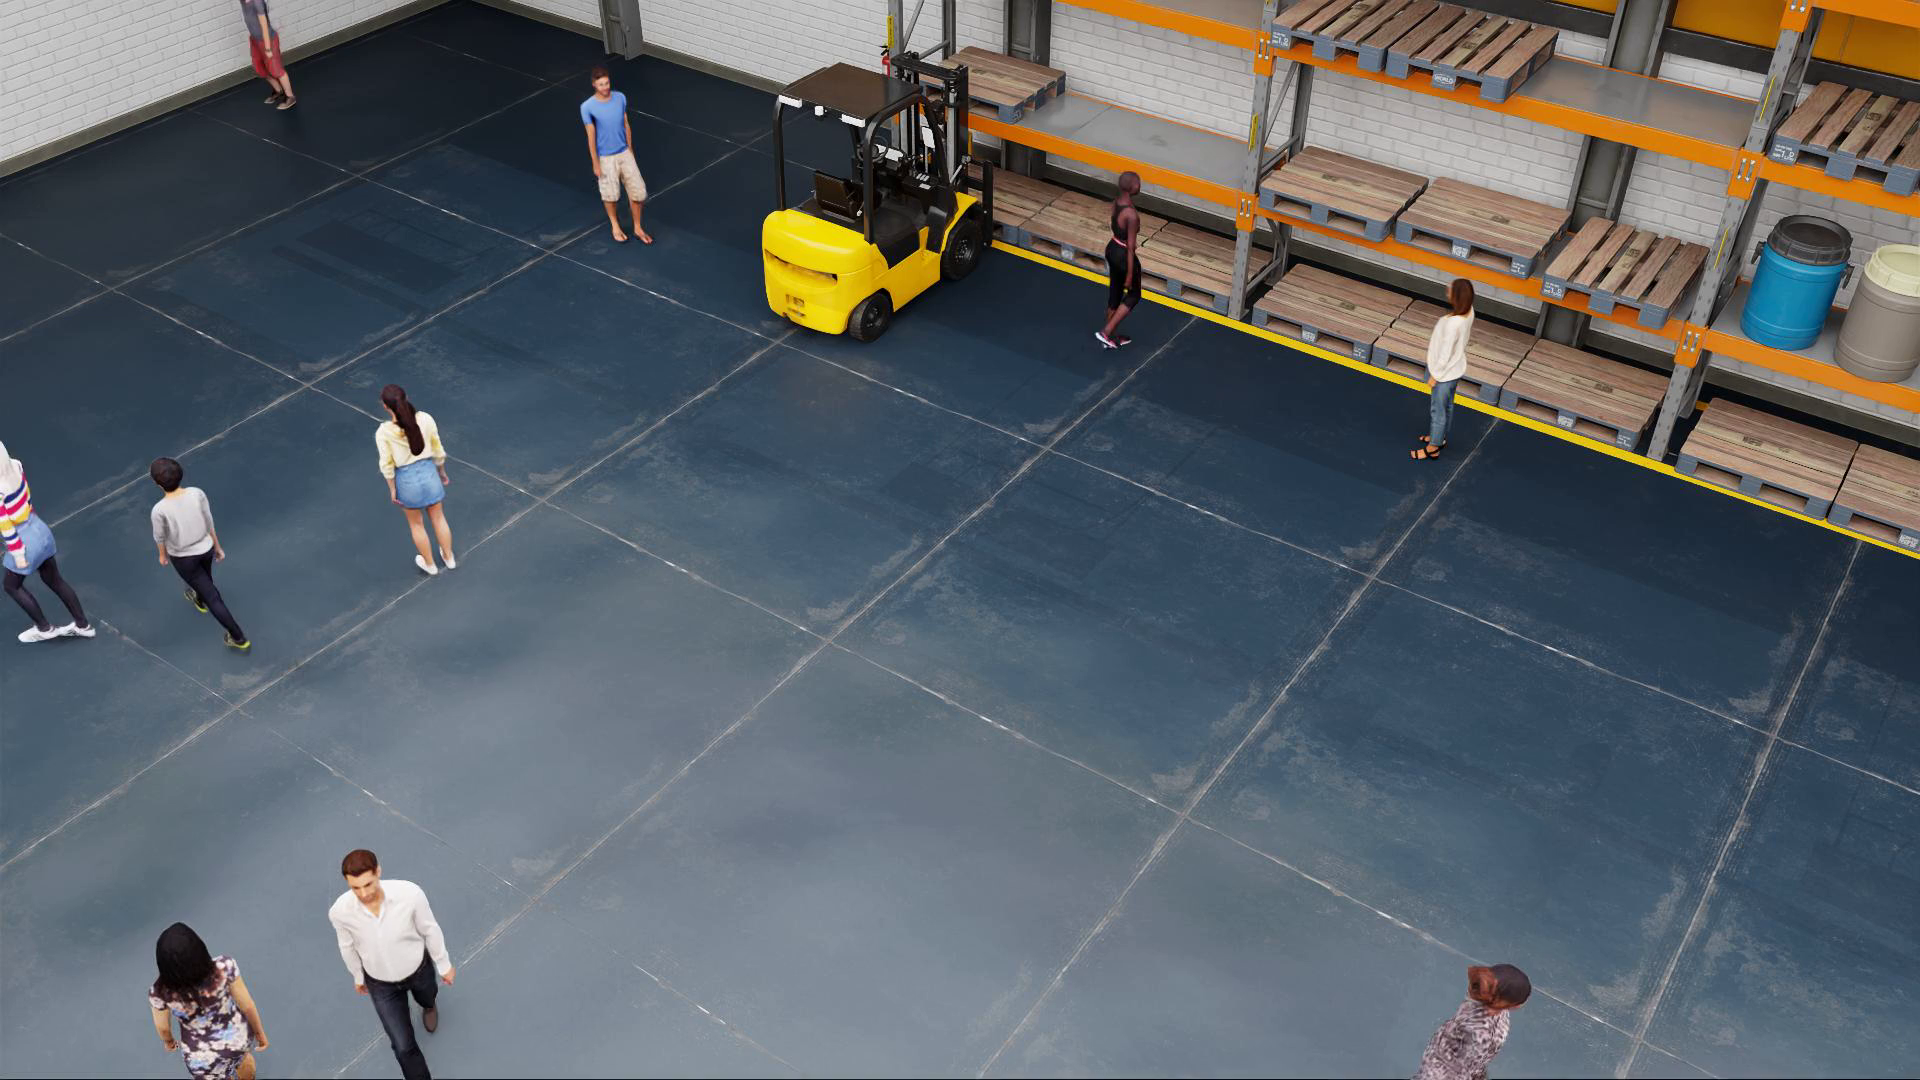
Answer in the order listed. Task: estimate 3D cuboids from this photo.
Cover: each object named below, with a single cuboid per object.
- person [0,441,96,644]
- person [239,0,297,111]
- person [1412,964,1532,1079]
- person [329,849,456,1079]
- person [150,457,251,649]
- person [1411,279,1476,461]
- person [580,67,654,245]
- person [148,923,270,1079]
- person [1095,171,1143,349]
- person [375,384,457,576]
[{"bbox_3d":[-6.544,0.012,11.812,0.915,1.794,0.856,0,39,0],"label":"person"},{"bbox_3d":[-7.989,-5.763,19.184,0.673,1.617,0.567,-29,47,-31],"label":"person"},{"bbox_3d":[2.461,2.694,8.569,1.161,1.649,0.736,17,42,21],"label":"person"},{"bbox_3d":[-3.018,2.262,8.960,1.103,1.837,1.277,-14,41,-16],"label":"person"},{"bbox_3d":[-5.430,0.140,11.887,1.060,1.500,0.570,22,44,26],"label":"person"},{"bbox_3d":[4.015,-1.404,13.678,0.541,1.678,0.617,21,43,25],"label":"person"},{"bbox_3d":[-3.522,-3.891,16.652,0.817,1.852,0.901,-22,44,-25],"label":"person"},{"bbox_3d":[-3.797,2.674,8.564,0.828,1.688,1.175,-26,45,-28],"label":"person"},{"bbox_3d":[1.374,-2.489,14.980,0.804,1.749,0.763,-15,41,-18],"label":"person"},{"bbox_3d":[-4.086,-0.435,12.511,0.717,1.619,0.685,-25,45,-28],"label":"person"}]
